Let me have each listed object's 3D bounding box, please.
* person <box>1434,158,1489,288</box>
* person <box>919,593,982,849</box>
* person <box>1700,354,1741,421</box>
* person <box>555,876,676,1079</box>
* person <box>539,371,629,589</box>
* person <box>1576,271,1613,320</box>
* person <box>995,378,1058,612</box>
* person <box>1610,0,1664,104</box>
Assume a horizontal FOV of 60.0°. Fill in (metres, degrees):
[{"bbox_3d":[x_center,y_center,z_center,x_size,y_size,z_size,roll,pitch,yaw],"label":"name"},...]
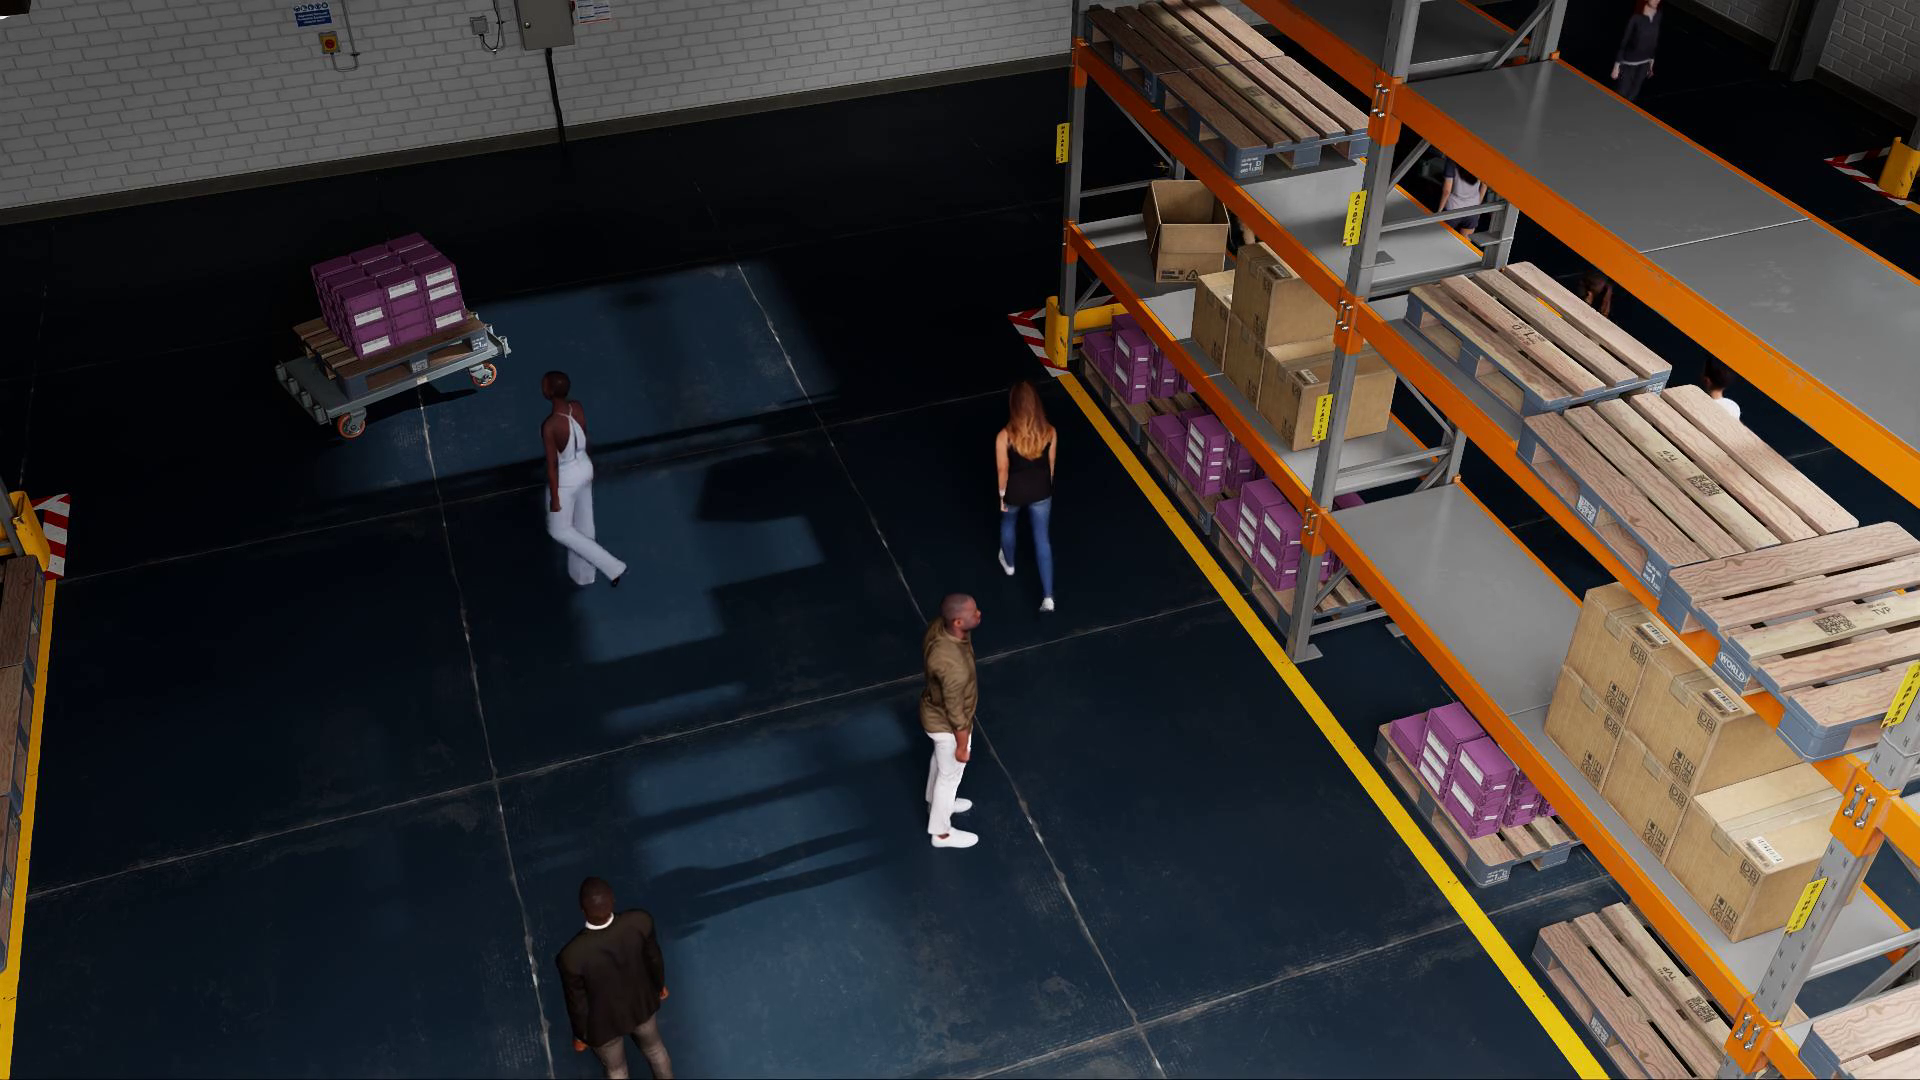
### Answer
[{"bbox_3d":[4.320,-2.860,14.411,0.610,1.707,0.547,-9,40,-12],"label":"person"},{"bbox_3d":[-0.064,1.015,9.472,0.823,1.817,0.604,-4,39,-5],"label":"person"},{"bbox_3d":[4.927,-0.365,11.195,0.700,1.822,1.086,-12,40,-14],"label":"person"},{"bbox_3d":[-1.624,2.241,7.950,0.727,1.800,0.659,-26,45,-29],"label":"person"},{"bbox_3d":[-2.541,-0.345,11.207,0.898,1.775,0.844,15,41,17],"label":"person"},{"bbox_3d":[4.755,-1.301,12.610,0.788,1.518,1.094,-28,47,-31],"label":"person"},{"bbox_3d":[0.466,-0.256,11.166,0.700,1.688,1.116,-6,39,-7],"label":"person"},{"bbox_3d":[6.724,-4.801,16.790,0.629,1.771,0.729,-17,42,-20],"label":"person"}]
